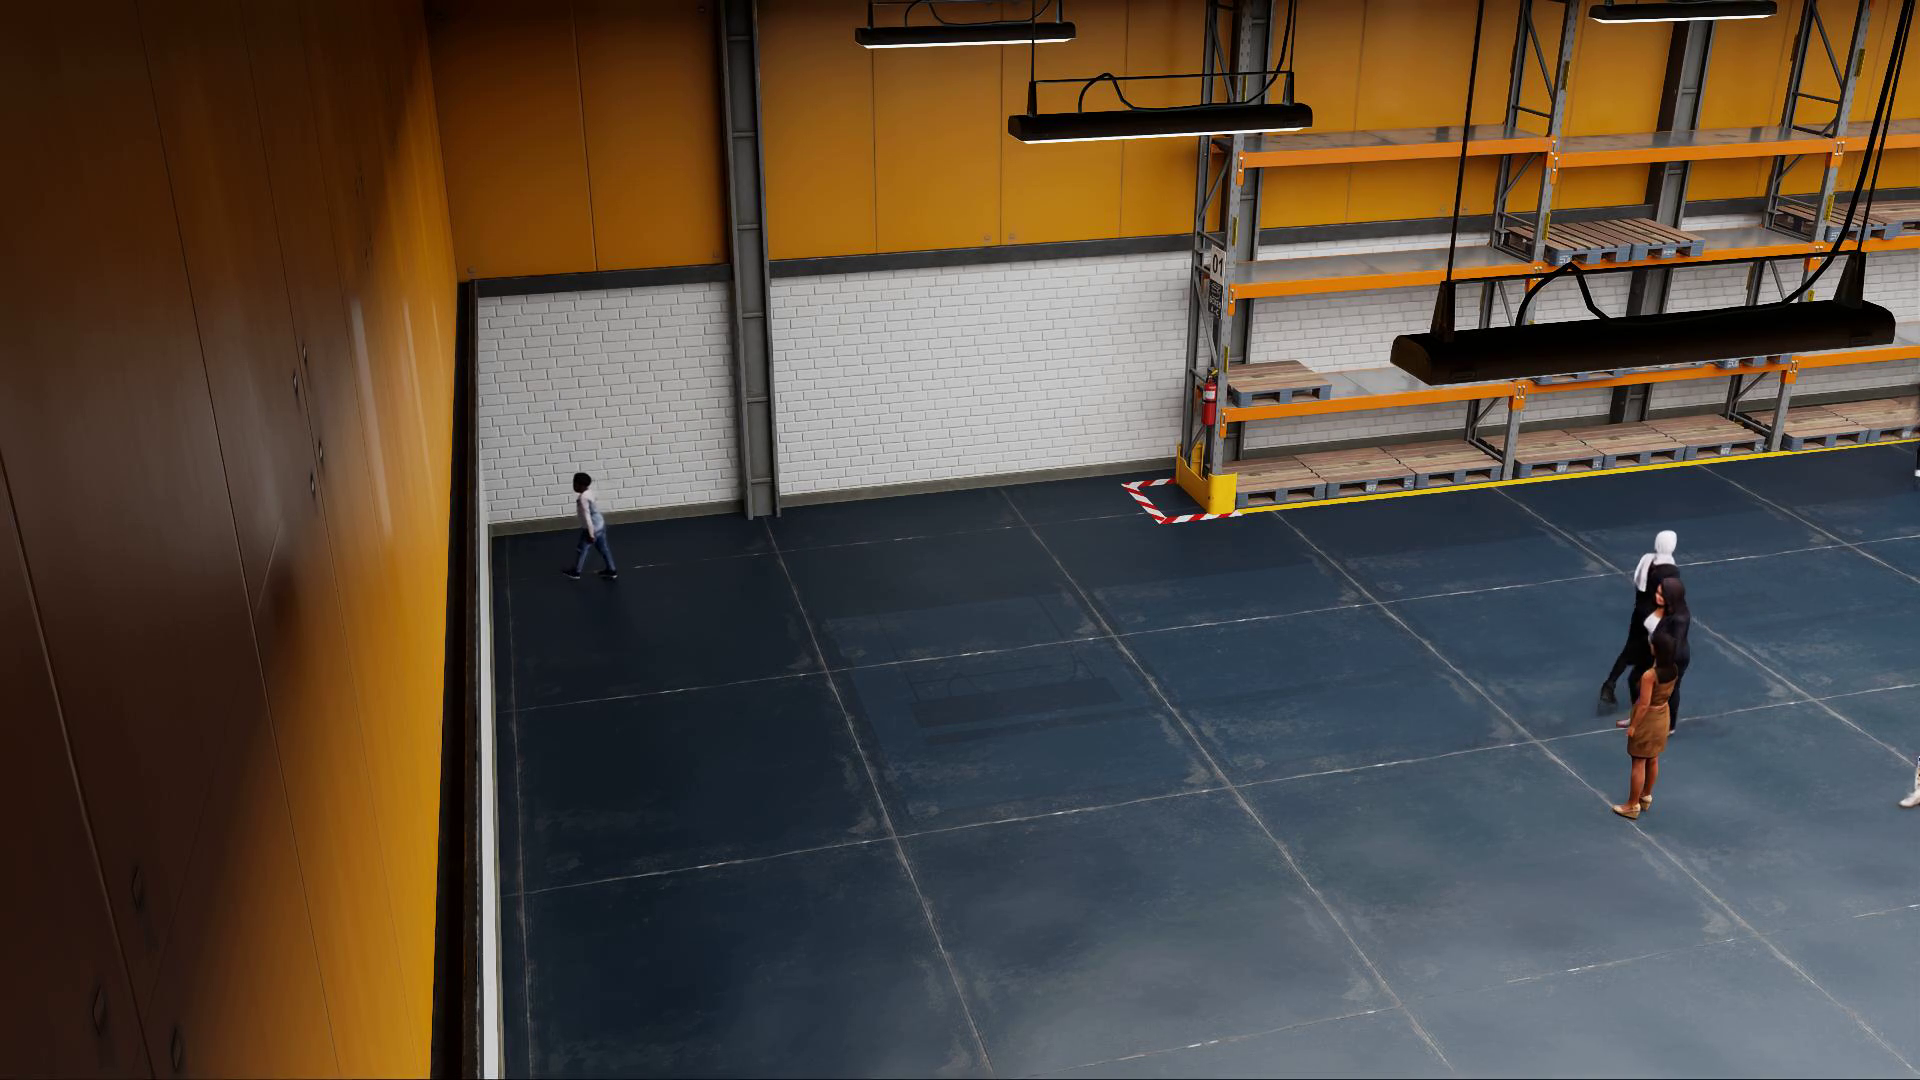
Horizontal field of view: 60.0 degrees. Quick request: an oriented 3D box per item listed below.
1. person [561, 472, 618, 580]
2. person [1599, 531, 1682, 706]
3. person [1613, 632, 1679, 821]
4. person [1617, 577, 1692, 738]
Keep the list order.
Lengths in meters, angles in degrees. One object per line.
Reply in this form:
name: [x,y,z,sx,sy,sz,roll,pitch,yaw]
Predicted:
person: [-3.968,-0.131,18.125,0.877,1.226,0.688,3,24,7]
person: [6.340,0.769,15.426,1.206,1.740,0.812,-13,27,-27]
person: [5.703,1.525,13.759,0.571,1.690,0.691,-18,29,-35]
person: [6.408,1.056,14.952,0.665,1.594,0.618,-6,24,-14]
